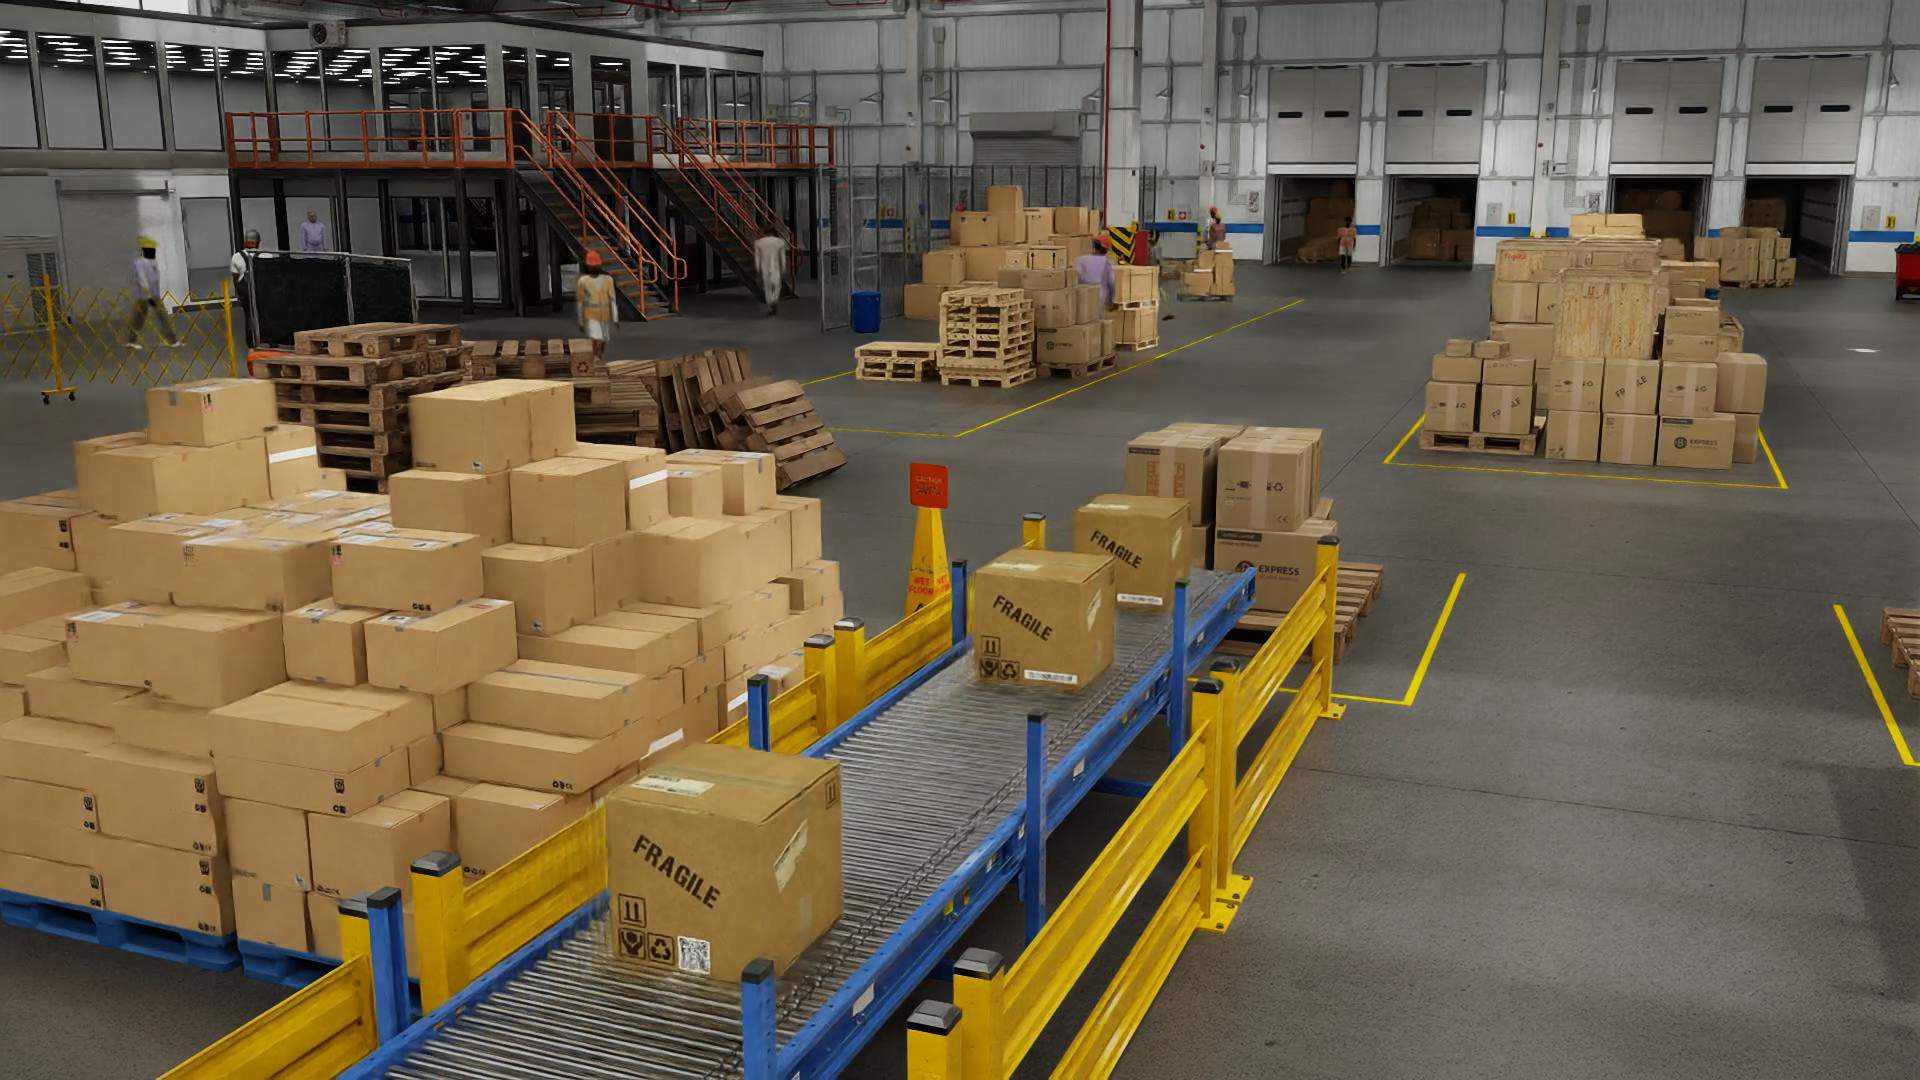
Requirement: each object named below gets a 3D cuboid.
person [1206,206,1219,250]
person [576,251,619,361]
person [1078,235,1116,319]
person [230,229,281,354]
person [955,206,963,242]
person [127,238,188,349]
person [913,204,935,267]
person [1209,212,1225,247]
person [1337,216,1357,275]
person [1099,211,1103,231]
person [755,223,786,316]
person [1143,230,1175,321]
[{"bbox_3d":[7.699,-9.318,51.173,0.746,1.922,0.555,9,16,36],"label":"person"},{"bbox_3d":[-5.180,-3.160,23.610,0.541,1.901,0.959,-9,15,-34],"label":"person"},{"bbox_3d":[2.105,-3.814,26.326,0.697,1.989,0.641,3,13,12],"label":"person"},{"bbox_3d":[-11.614,-4.100,27.477,0.682,2.000,0.536,-2,13,-7],"label":"person"},{"bbox_3d":[-0.007,-8.460,47.137,0.622,1.991,0.383,4,13,19],"label":"person"},{"bbox_3d":[-13.687,-4.147,28.079,1.005,1.878,0.591,2,13,7],"label":"person"},{"bbox_3d":[-1.104,-9.481,51.858,0.659,1.930,0.596,-10,16,-37],"label":"person"},{"bbox_3d":[7.635,-8.817,49.272,0.549,1.755,0.383,-4,13,-19],"label":"person"},{"bbox_3d":[11.128,-8.472,47.895,0.539,1.684,0.419,4,13,16],"label":"person"},{"bbox_3d":[4.231,-8.961,49.688,0.867,1.874,0.673,-3,13,-12],"label":"person"},{"bbox_3d":[-3.923,-5.594,34.459,0.629,1.924,0.538,1,13,4],"label":"person"},{"bbox_3d":[3.880,-5.305,33.393,1.004,1.811,0.534,2,13,7],"label":"person"}]
